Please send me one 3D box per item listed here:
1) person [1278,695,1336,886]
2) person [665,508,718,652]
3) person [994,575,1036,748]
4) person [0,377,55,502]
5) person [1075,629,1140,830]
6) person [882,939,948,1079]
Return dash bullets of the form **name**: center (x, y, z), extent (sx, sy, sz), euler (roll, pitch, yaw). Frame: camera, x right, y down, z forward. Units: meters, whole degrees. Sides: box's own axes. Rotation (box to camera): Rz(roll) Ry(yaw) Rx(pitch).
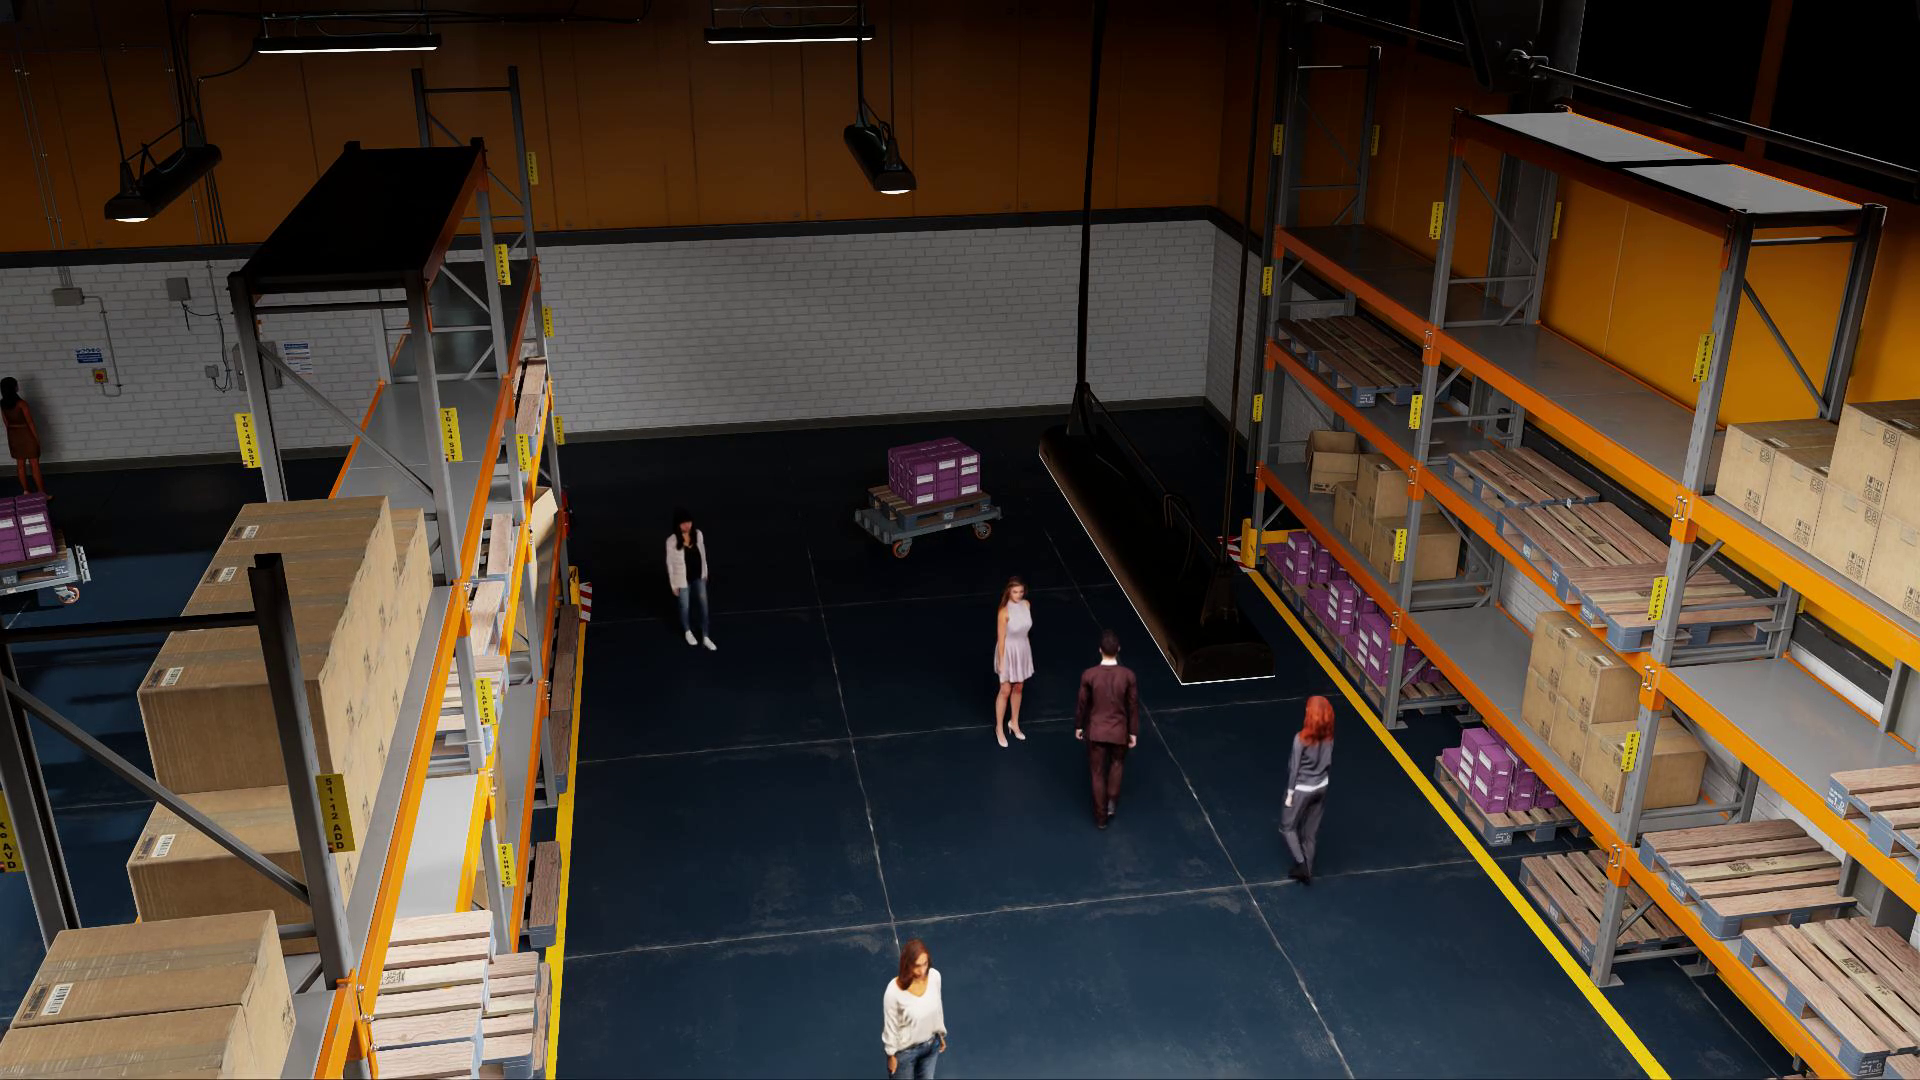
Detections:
- **person**: center (2.902, 2.109, 13.663), extent (0.668, 1.763, 0.661), euler (-11, 26, -24)
- **person**: center (-2.943, 0.377, 17.807), extent (0.802, 1.618, 0.898), euler (-15, 28, -30)
- **person**: center (0.505, 1.136, 15.885), extent (0.664, 1.768, 0.700), euler (-16, 28, -32)
- **person**: center (-12.152, -1.302, 21.559), extent (0.633, 1.690, 0.623), euler (5, 24, 11)
- **person**: center (1.297, 1.696, 14.499), extent (0.759, 1.851, 0.715), euler (0, 24, 0)
- **person**: center (-0.305, 3.327, 10.981), extent (0.698, 1.680, 0.681), euler (-16, 28, -32)
